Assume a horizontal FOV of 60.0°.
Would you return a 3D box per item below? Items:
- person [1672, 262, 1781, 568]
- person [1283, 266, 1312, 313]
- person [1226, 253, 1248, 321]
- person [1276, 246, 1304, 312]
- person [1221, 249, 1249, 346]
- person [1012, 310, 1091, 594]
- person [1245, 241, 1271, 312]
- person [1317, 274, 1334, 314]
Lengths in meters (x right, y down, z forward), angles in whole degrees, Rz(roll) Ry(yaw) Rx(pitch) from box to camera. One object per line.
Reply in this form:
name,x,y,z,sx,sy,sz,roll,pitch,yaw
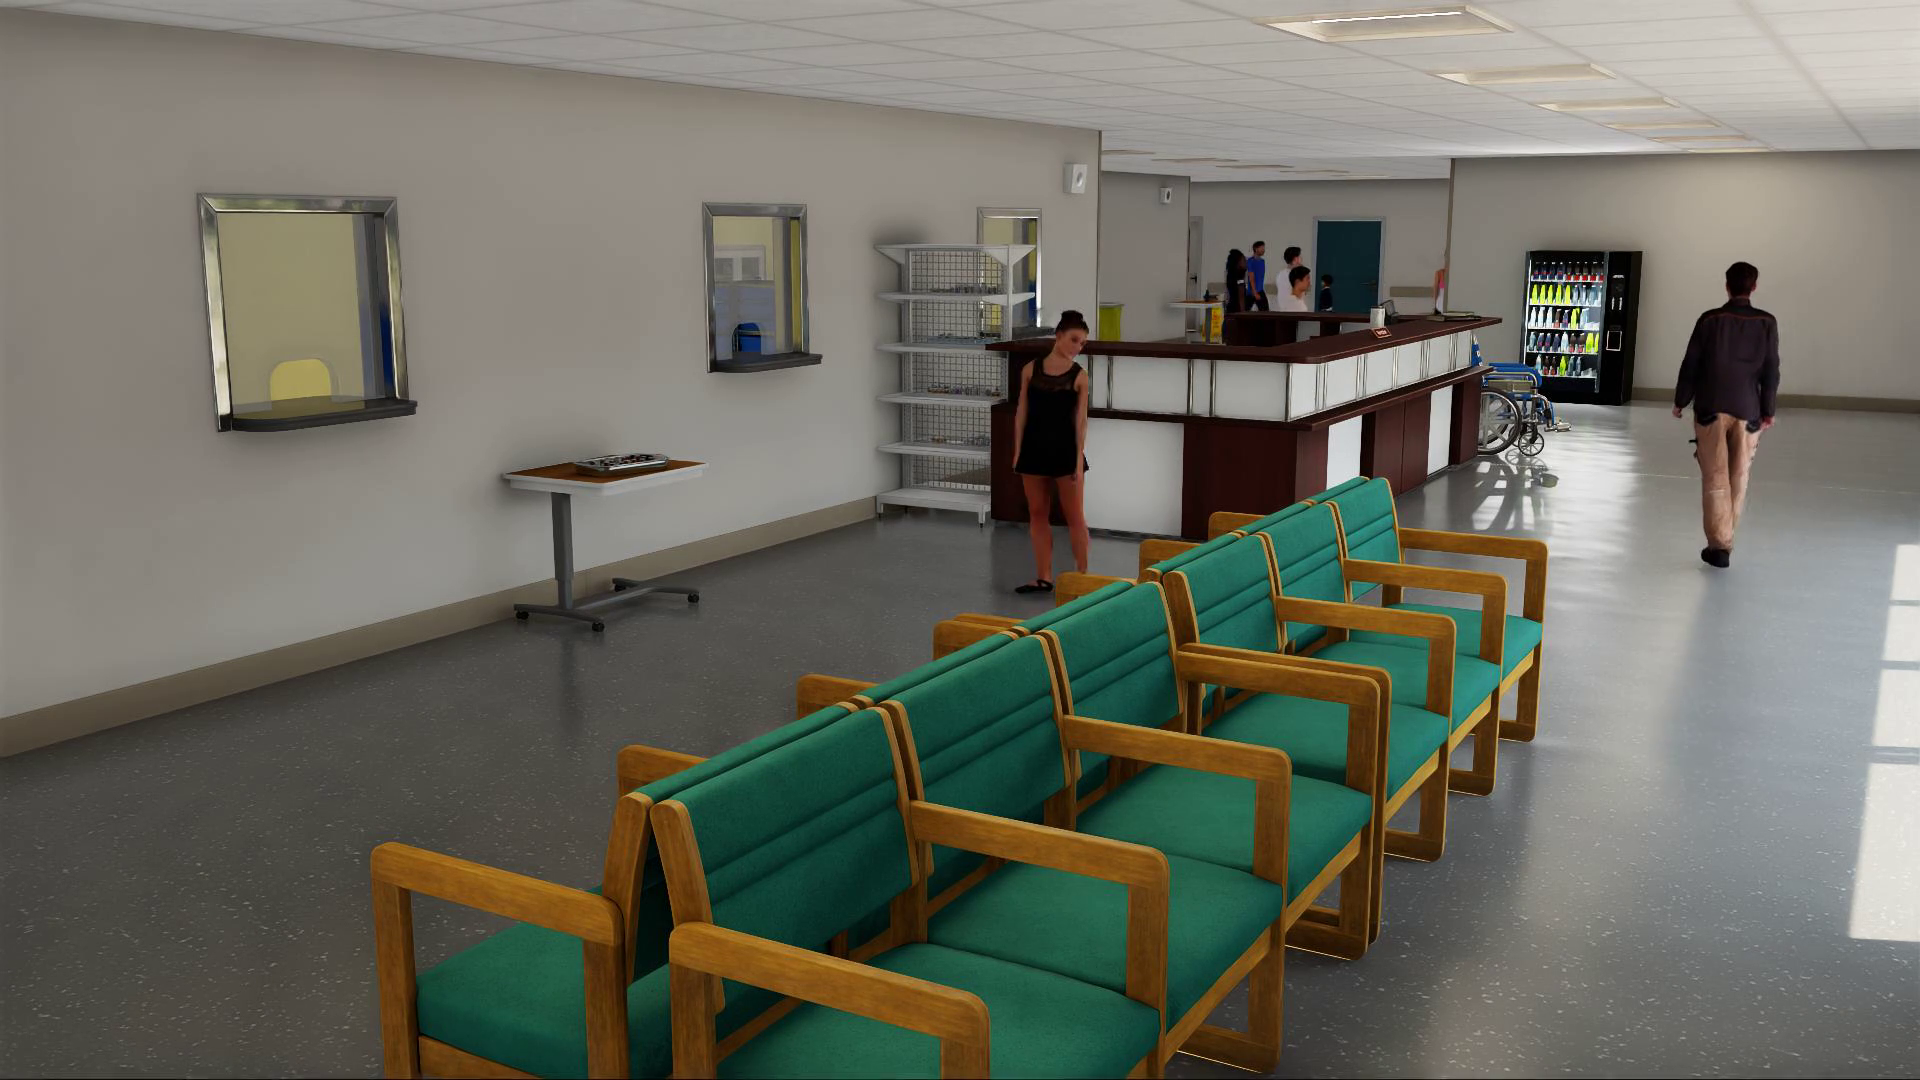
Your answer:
person,4.839,-0.759,10.459,1.183,1.886,1.052,1,11,7
person,3.390,-1.978,17.297,0.868,1.702,0.746,3,11,13
person,4.113,-3.379,24.683,0.738,1.731,0.702,-1,11,-7
person,3.988,-2.667,20.585,1.204,1.860,1.165,-3,11,-17
person,4.742,-4.064,28.373,1.131,1.701,1.125,-2,11,-10
person,0.511,-0.504,9.716,0.519,1.662,0.724,9,14,40
person,5.147,-4.350,29.552,0.931,1.822,1.283,-9,14,-39
person,6.990,-4.406,31.518,0.783,1.200,0.502,6,12,30
